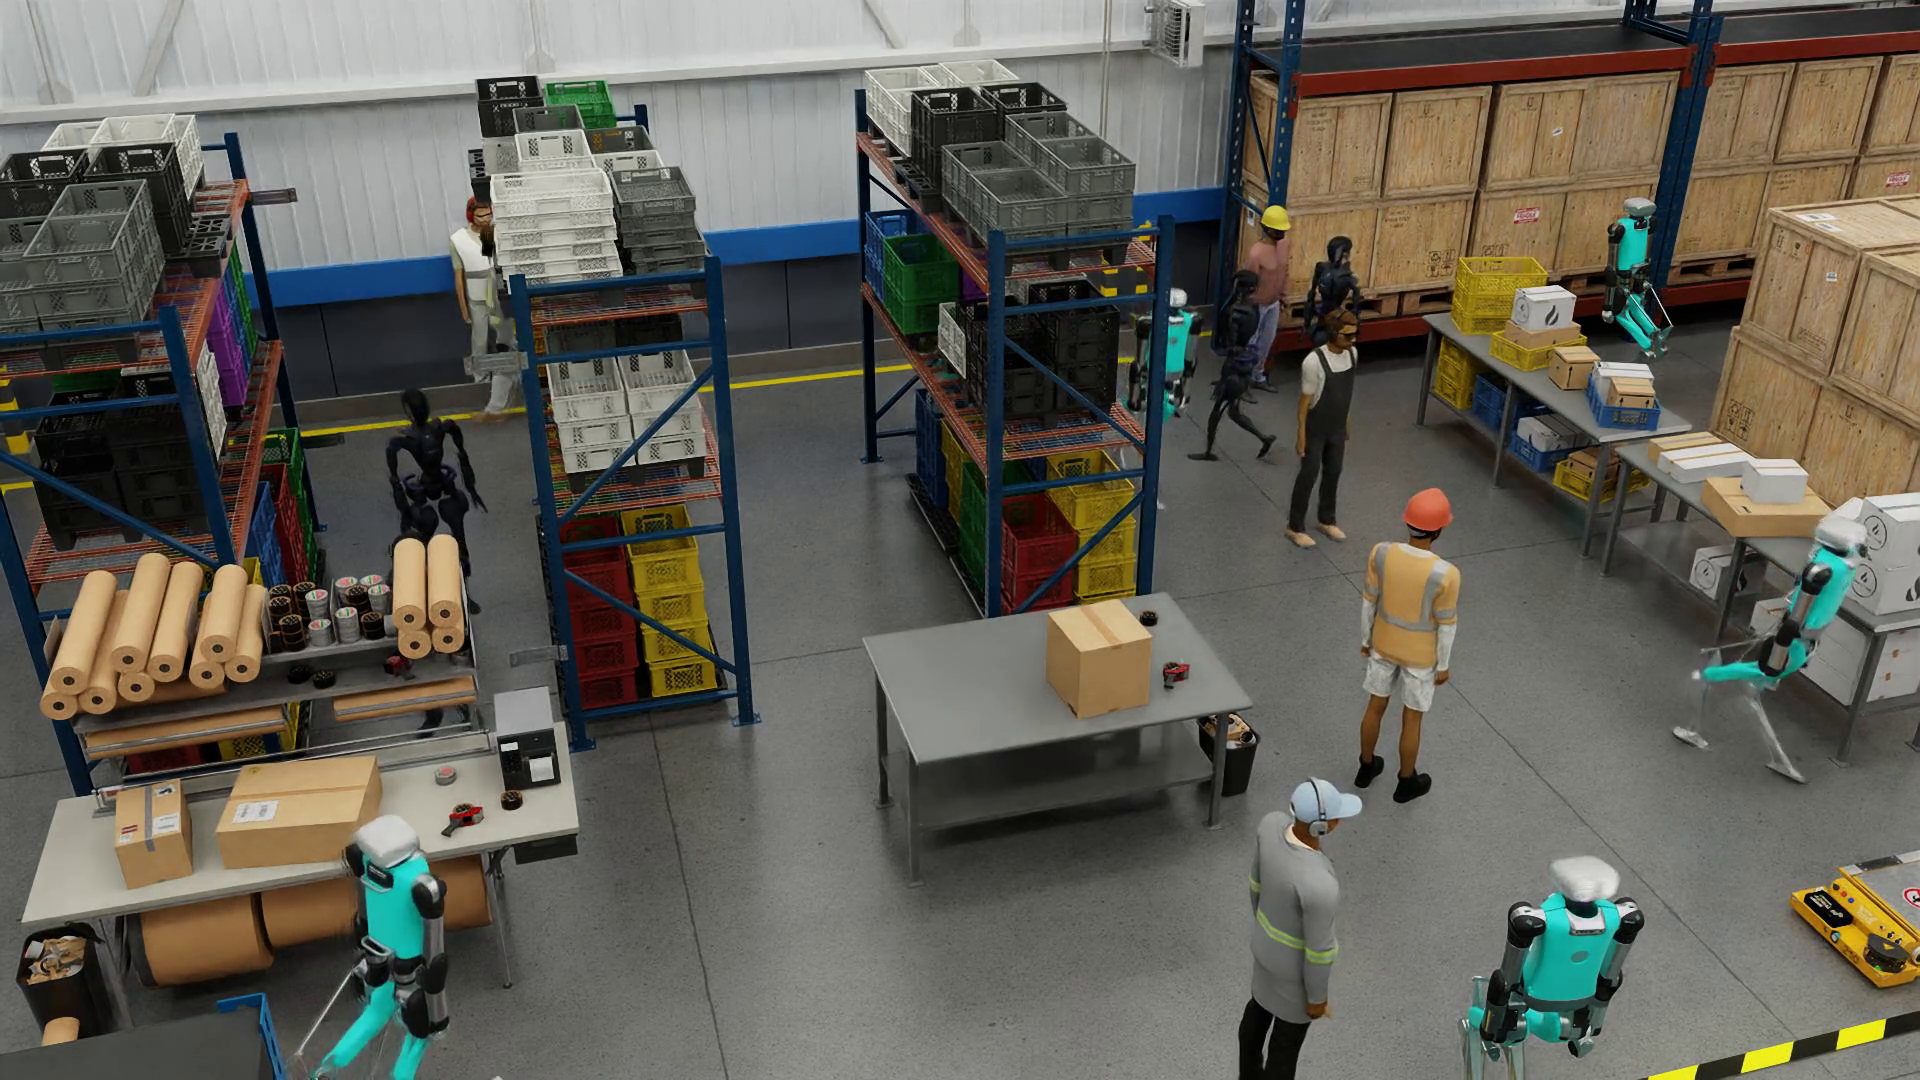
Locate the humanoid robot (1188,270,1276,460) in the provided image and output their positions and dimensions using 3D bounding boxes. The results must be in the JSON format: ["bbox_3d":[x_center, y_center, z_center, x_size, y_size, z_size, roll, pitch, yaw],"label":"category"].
[{"bbox_3d":[2.214,-1.361,13.220,0.686,1.629,0.594,10,30,18],"label":"humanoid robot"}]

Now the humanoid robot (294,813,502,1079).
[{"bbox_3d":[-2.441,1.994,7.000,0.547,1.741,0.962,18,34,30],"label":"humanoid robot"}]

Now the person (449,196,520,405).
[{"bbox_3d":[-4.057,-2.078,14.318,0.562,1.836,0.390,-21,35,-33],"label":"person"}]

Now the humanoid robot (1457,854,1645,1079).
[{"bbox_3d":[2.405,1.891,7.053,0.533,1.681,0.735,-2,29,-4],"label":"humanoid robot"}]

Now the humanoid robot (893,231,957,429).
[{"bbox_3d":[-0.198,-1.660,13.755,0.803,1.885,0.551,-11,31,-19],"label":"humanoid robot"}]

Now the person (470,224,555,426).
[{"bbox_3d":[-3.657,-1.780,13.833,0.955,1.788,0.625,-9,30,-16],"label":"person"}]

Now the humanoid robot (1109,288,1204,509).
[{"bbox_3d":[1.430,-1.200,12.872,0.547,1.775,1.020,-9,30,-16],"label":"humanoid robot"}]

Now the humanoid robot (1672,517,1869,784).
[{"bbox_3d":[4.606,0.562,9.659,0.543,1.765,0.920,-22,35,-34],"label":"humanoid robot"}]

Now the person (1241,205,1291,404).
[{"bbox_3d":[2.639,-2.036,14.323,0.527,1.758,0.351,-25,37,-37],"label":"person"}]

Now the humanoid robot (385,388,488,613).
[{"bbox_3d":[-3.567,-0.307,11.281,0.601,1.637,0.618,-21,35,-34],"label":"humanoid robot"}]

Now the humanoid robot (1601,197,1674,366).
[{"bbox_3d":[5.842,-2.042,14.212,0.533,1.677,0.735,-17,33,-28],"label":"humanoid robot"}]

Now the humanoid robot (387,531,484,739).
[{"bbox_3d":[-3.028,0.674,9.514,0.600,1.641,0.490,19,34,31],"label":"humanoid robot"}]

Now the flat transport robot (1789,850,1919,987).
[{"bbox_3d":[5.163,1.916,8.676,1.431,0.231,0.659,-8,30,-14],"label":"flat transport robot"}]

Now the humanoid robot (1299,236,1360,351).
[{"bbox_3d":[3.142,-1.755,13.901,0.450,1.645,0.600,-17,33,-28],"label":"humanoid robot"}]

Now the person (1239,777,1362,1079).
[{"bbox_3d":[1.463,1.797,7.248,0.399,1.852,0.589,-8,30,-15],"label":"person"}]

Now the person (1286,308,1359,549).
[{"bbox_3d":[2.628,-0.797,11.986,0.529,1.839,0.354,-17,33,-28],"label":"person"}]

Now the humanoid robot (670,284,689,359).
[{"bbox_3d":[-2.373,-1.437,13.343,0.497,1.642,0.618,-3,29,-5],"label":"humanoid robot"}]

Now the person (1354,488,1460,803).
[{"bbox_3d":[2.512,0.592,9.351,0.542,1.939,0.367,23,36,36],"label":"person"}]
